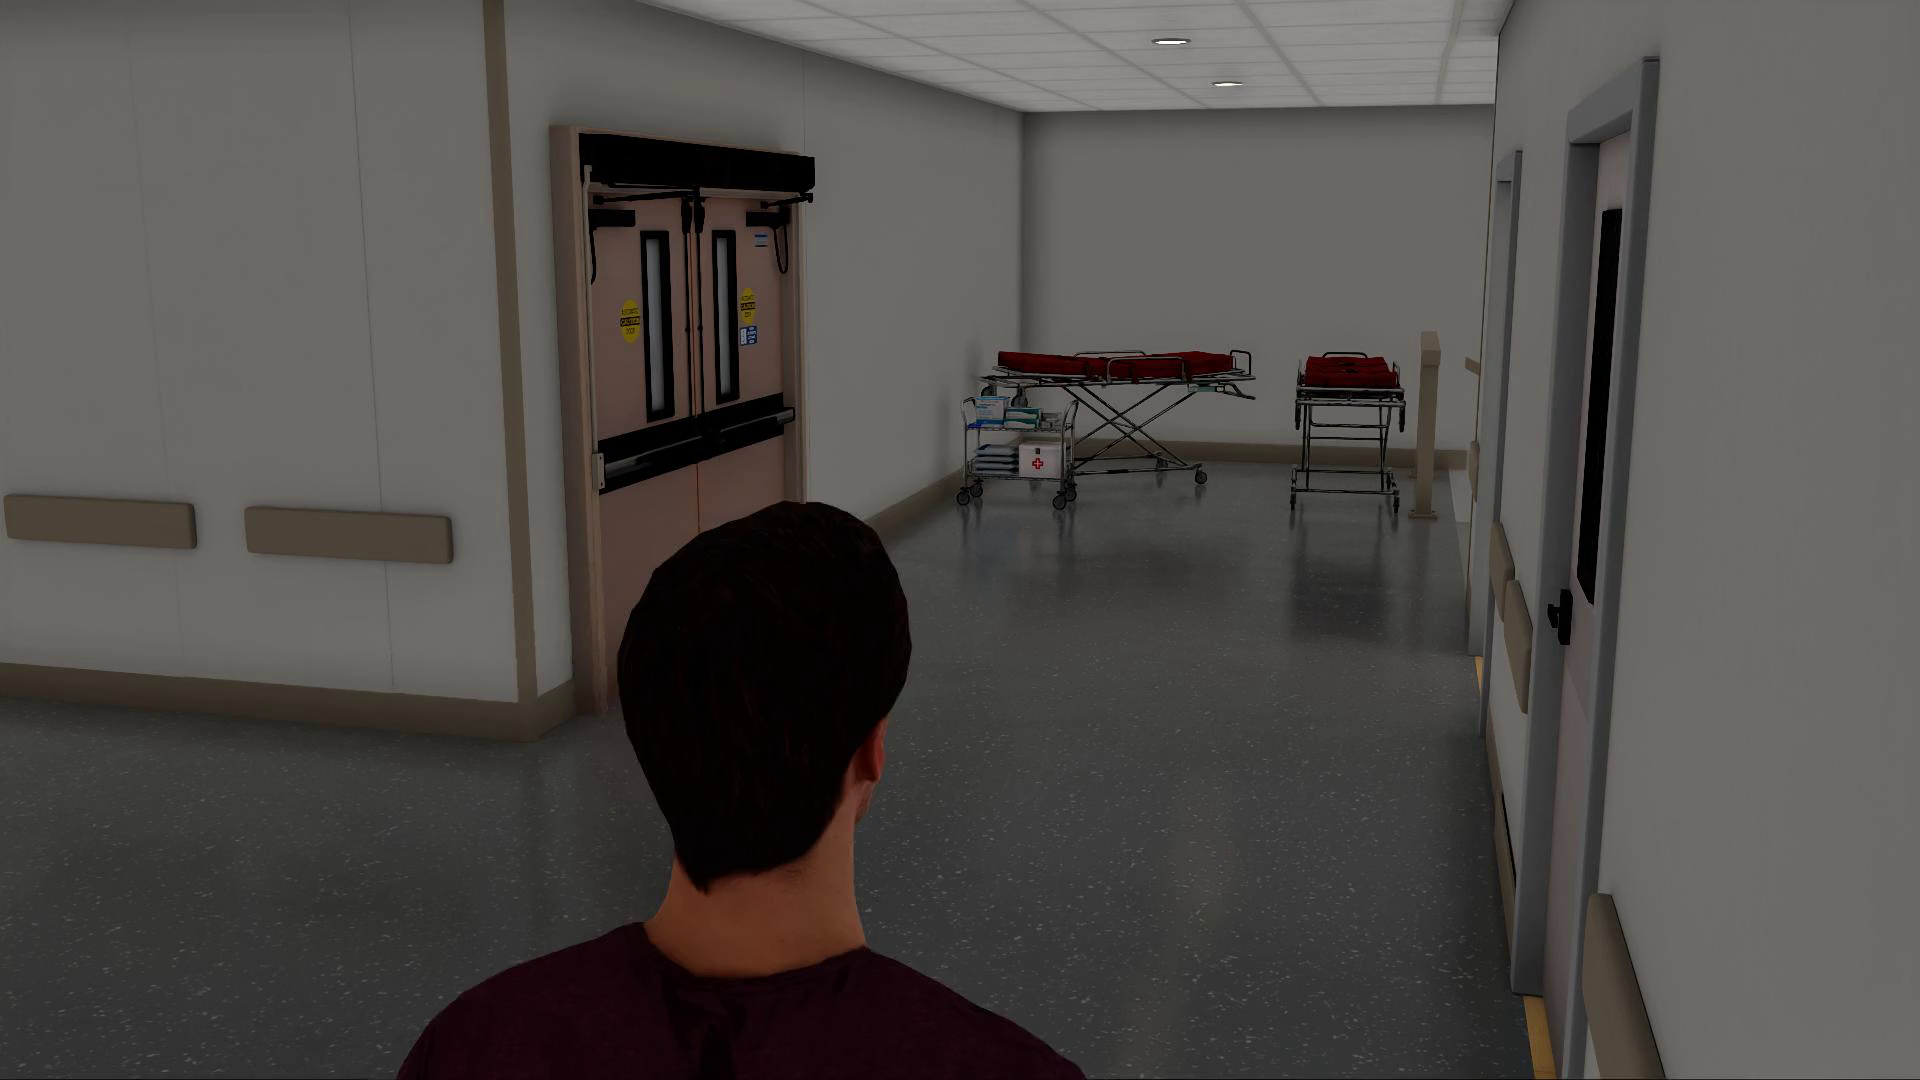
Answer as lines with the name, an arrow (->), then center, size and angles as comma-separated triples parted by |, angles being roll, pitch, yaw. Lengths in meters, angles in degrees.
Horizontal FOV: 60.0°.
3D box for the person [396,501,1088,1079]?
person -> -0.159, 0.908, 1.158 | 0.665, 1.837, 0.673 | 3, 11, 17
